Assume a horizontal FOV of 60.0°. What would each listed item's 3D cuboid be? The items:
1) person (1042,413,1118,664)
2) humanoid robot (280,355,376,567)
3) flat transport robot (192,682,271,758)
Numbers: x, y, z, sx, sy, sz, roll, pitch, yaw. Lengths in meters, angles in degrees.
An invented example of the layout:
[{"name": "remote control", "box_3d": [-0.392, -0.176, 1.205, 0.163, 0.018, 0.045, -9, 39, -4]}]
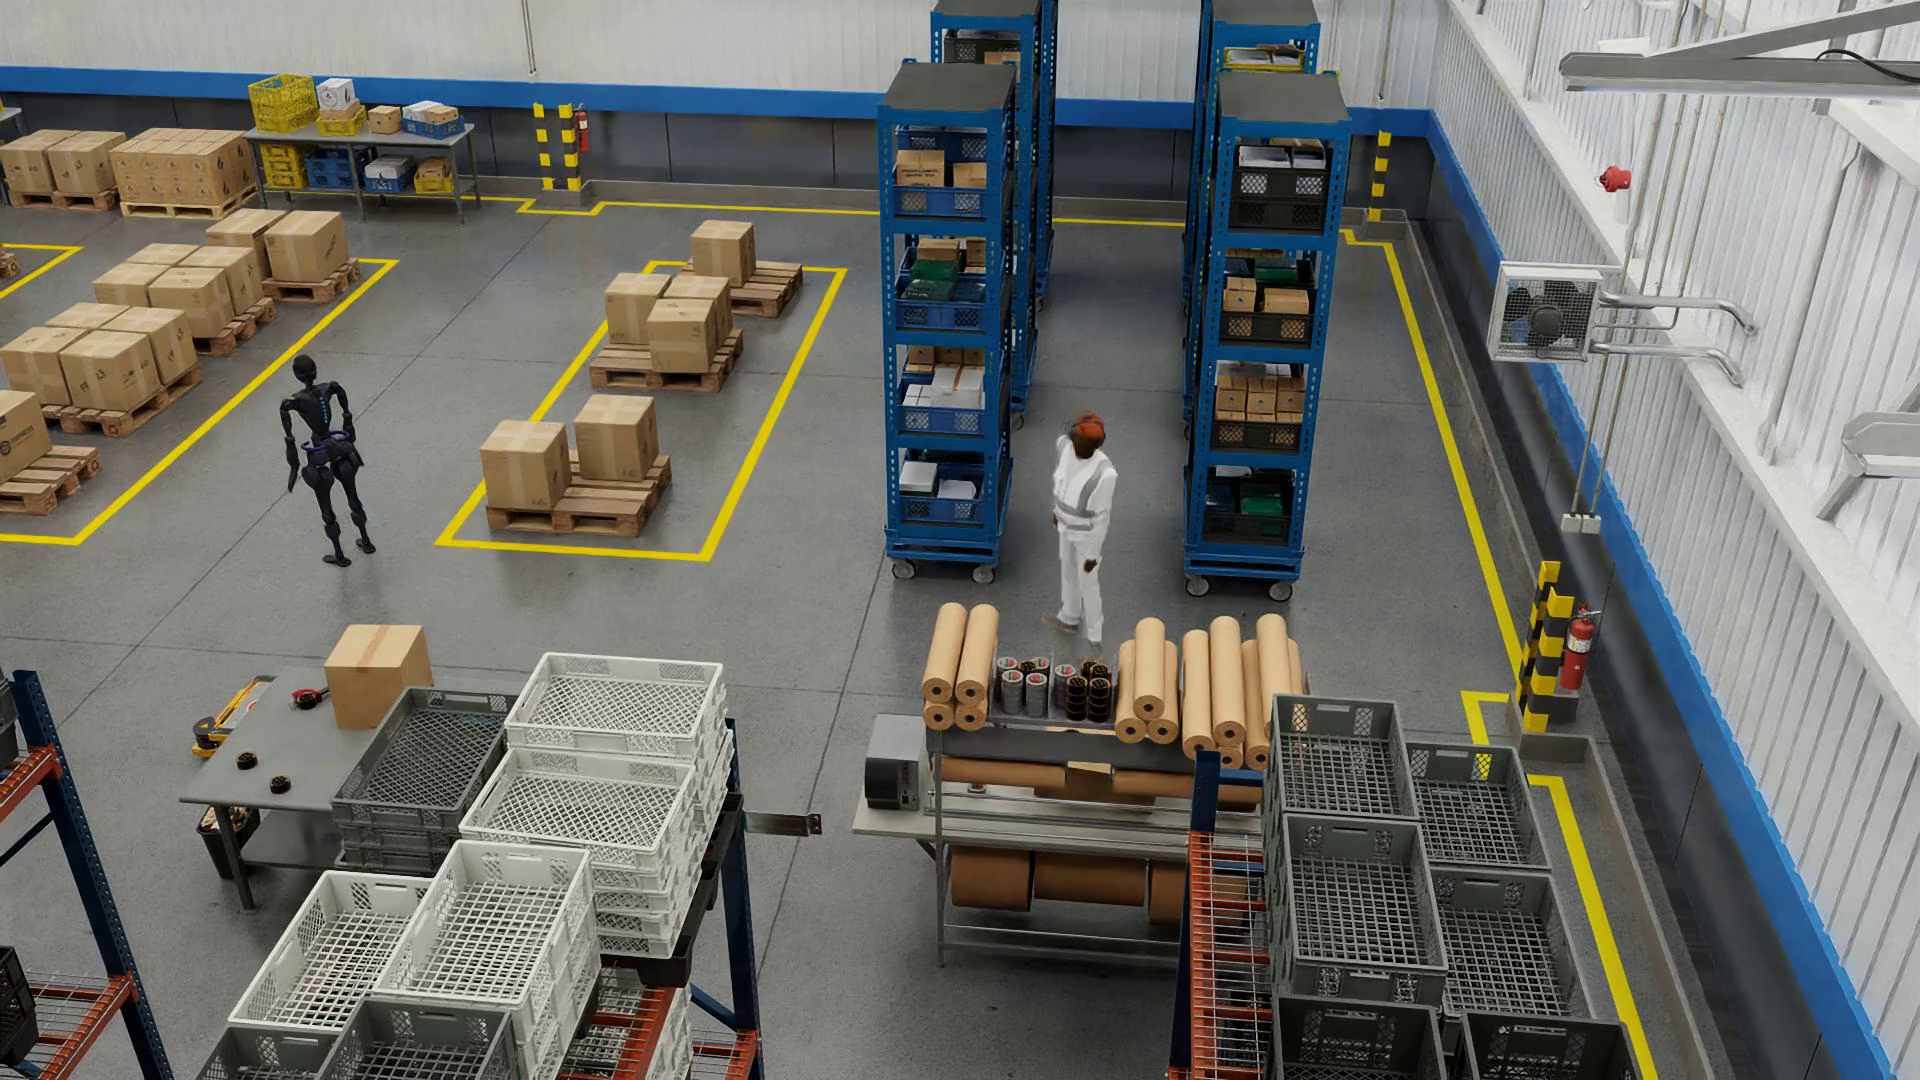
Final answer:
[{"name": "person", "box_3d": [0.786, -0.079, 11.243, 0.349, 1.855, 0.711, -17, 34, -26]}, {"name": "humanoid robot", "box_3d": [-4.692, -0.595, 12.285, 0.315, 1.653, 0.603, 22, 37, 33]}, {"name": "flat transport robot", "box_3d": [-4.089, 1.163, 10.648, 1.431, 0.197, 0.652, 3, 30, 6]}]
